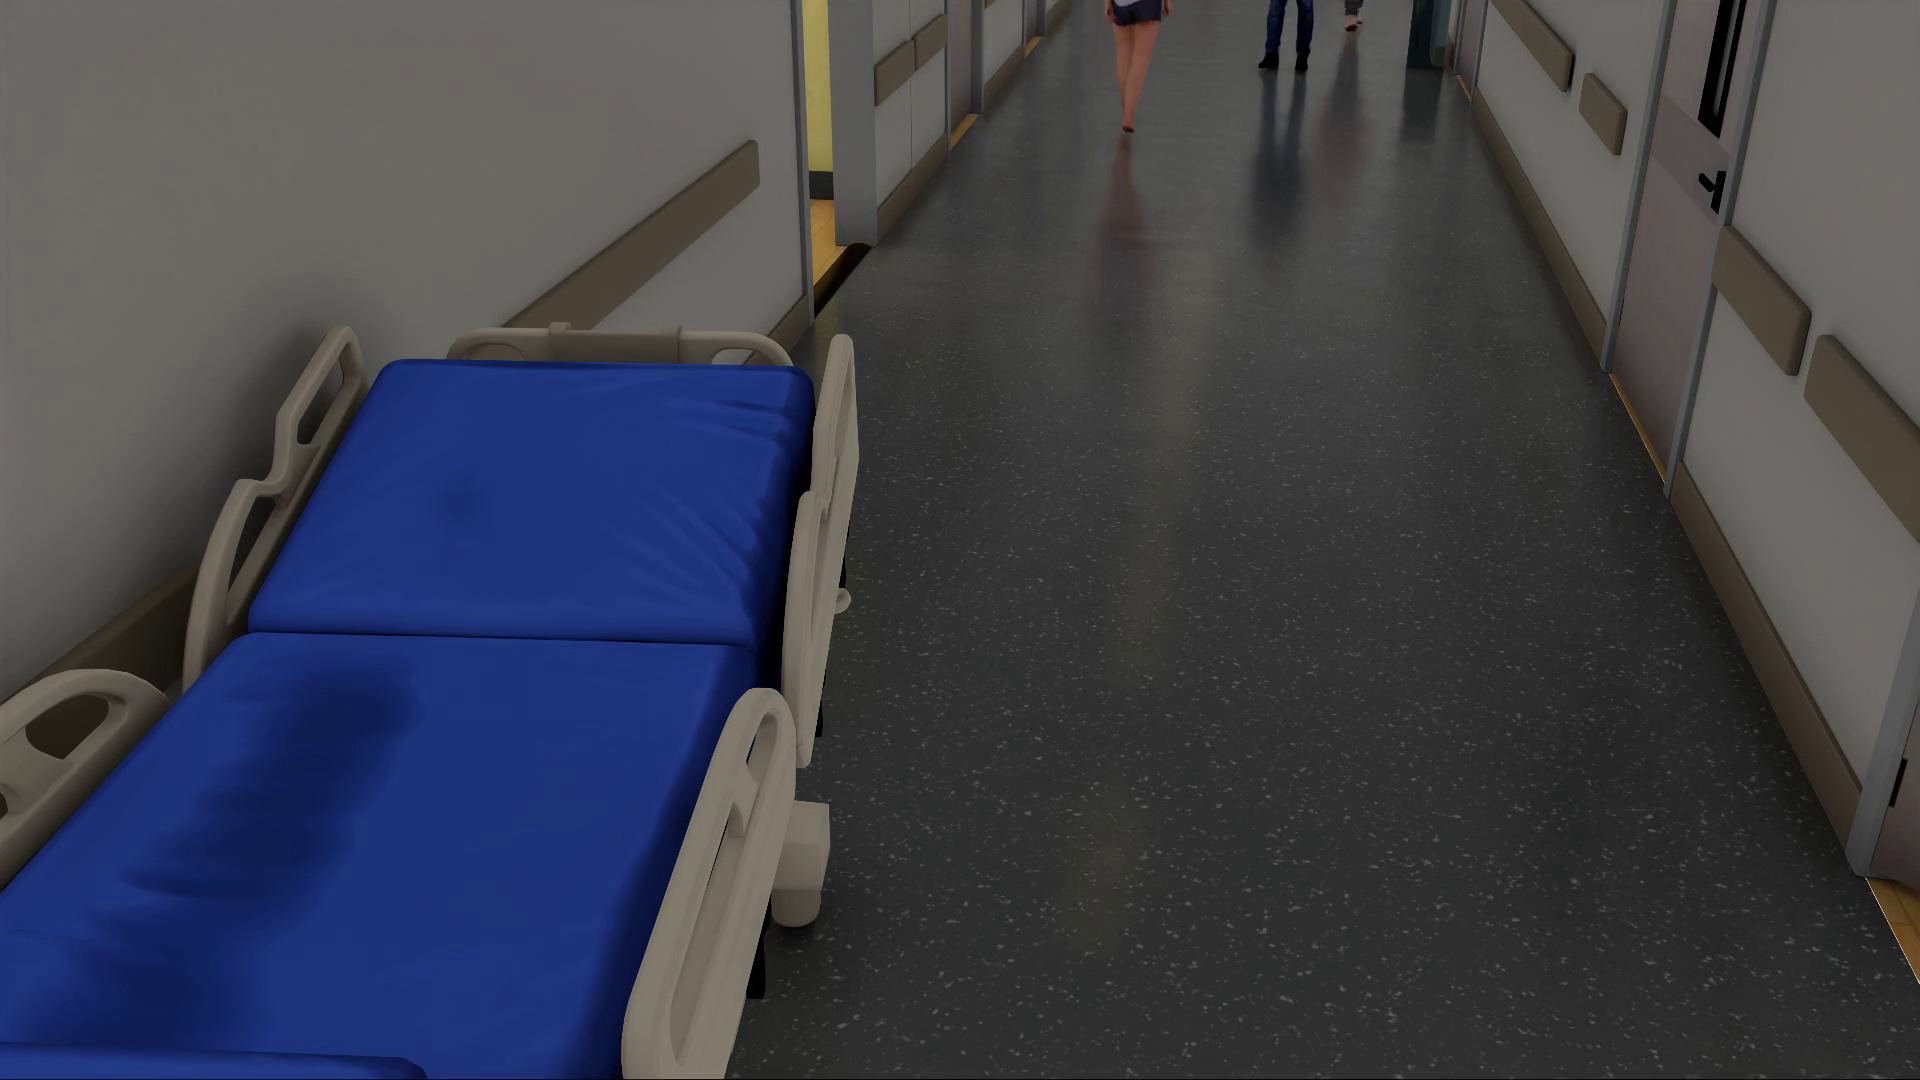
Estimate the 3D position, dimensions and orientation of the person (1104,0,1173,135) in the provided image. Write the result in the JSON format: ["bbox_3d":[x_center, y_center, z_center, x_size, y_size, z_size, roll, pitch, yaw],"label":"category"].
[{"bbox_3d":[1.145,-3.491,10.884,1.093,1.663,0.769,8,27,16],"label":"person"}]

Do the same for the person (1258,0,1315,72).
[{"bbox_3d":[2.653,-4.662,13.053,0.553,1.890,0.770,8,27,17],"label":"person"}]
